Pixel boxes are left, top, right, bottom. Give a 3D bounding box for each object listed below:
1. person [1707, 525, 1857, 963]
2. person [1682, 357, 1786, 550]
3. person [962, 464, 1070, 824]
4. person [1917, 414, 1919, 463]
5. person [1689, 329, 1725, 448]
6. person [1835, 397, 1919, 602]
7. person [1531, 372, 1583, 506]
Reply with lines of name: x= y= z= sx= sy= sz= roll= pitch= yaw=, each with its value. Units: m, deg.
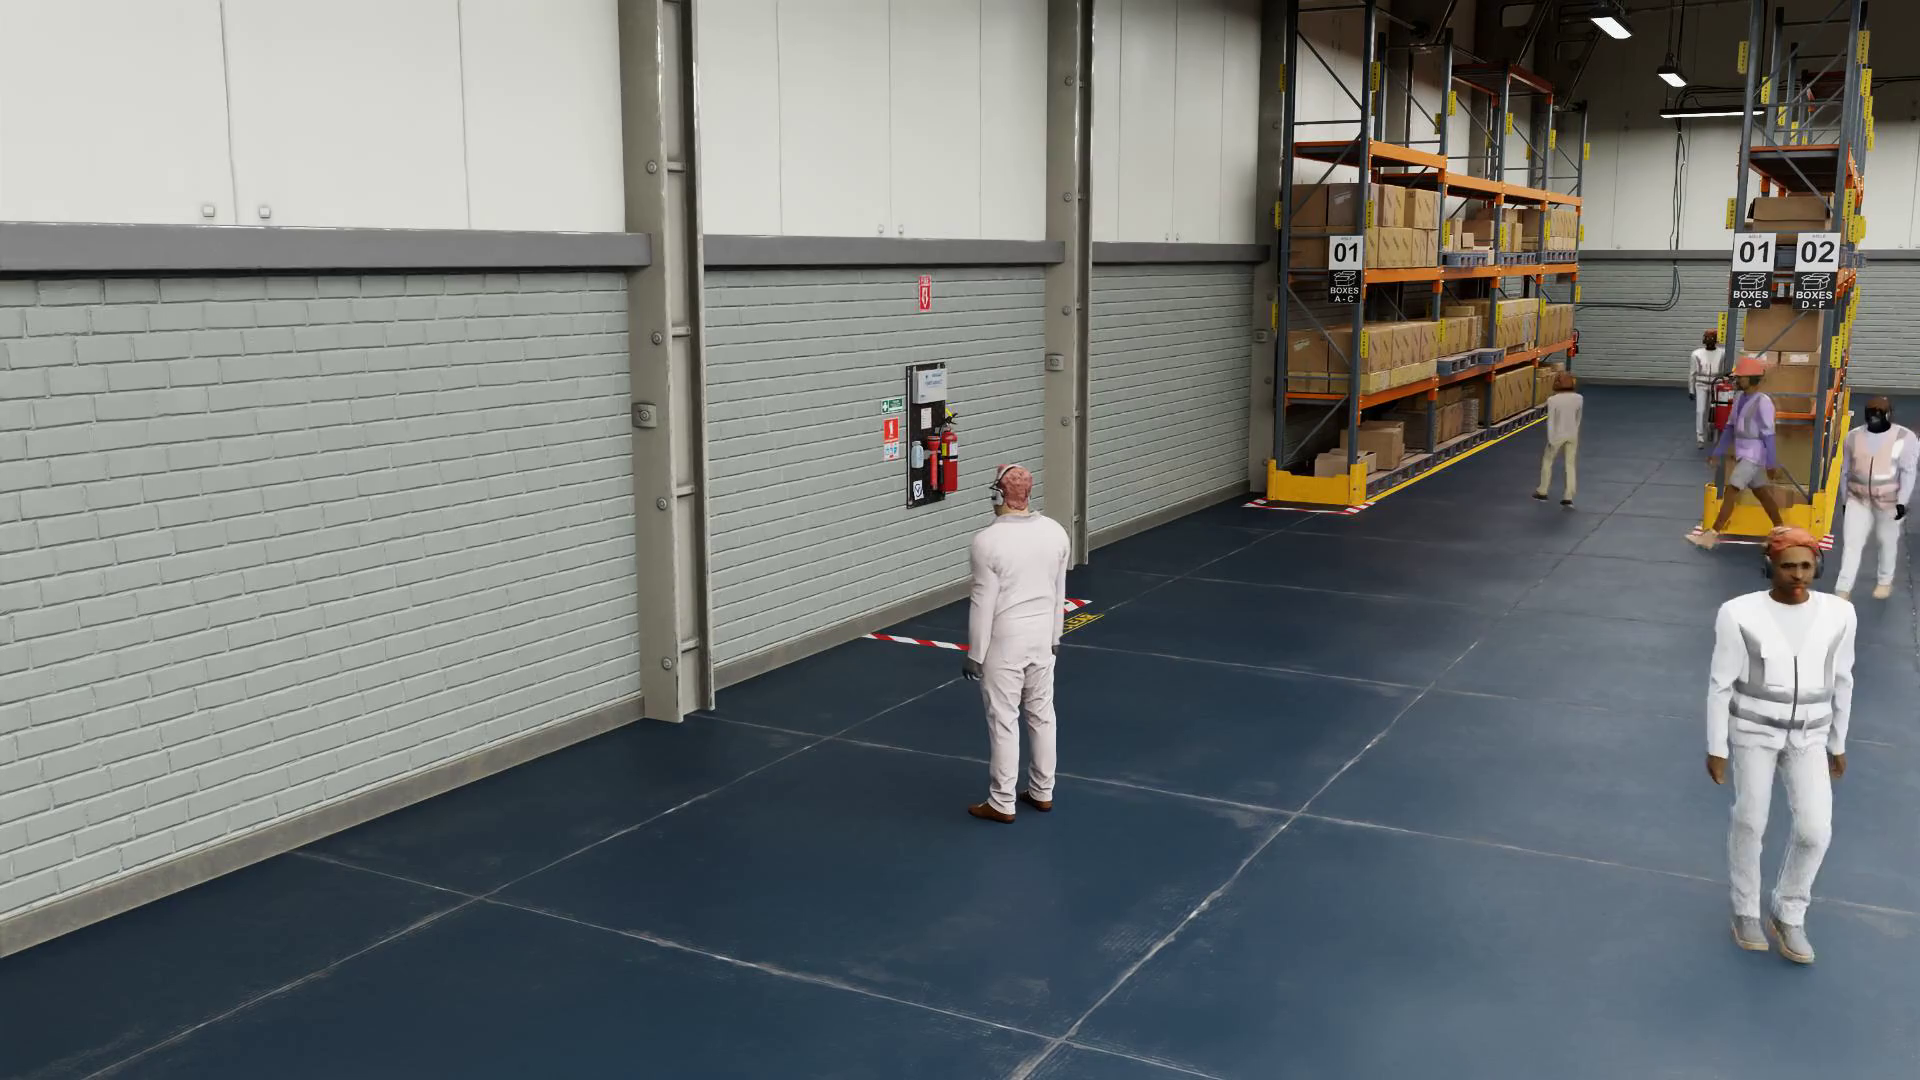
person: x=3.481 y=0.872 z=7.045 sx=0.603 sy=1.862 sz=0.599 roll=2 pitch=10 yaw=9
person: x=8.013 y=-0.866 z=16.908 sx=1.120 sy=1.982 sz=0.604 roll=1 pitch=10 yaw=6
person: x=0.274 y=0.545 z=8.839 sx=0.636 sy=1.911 sz=0.405 roll=-8 pitch=12 yaw=-38
person: x=10.803 y=-0.980 z=18.249 sx=0.536 sy=1.750 sz=0.551 roll=9 pitch=13 yaw=41
person: x=11.706 y=-2.369 z=26.016 sx=0.593 sy=1.865 sz=0.548 roll=4 pitch=11 yaw=23
person: x=7.903 y=-0.340 z=14.377 sx=0.622 sy=1.795 sz=0.948 roll=9 pitch=13 yaw=41
person: x=7.246 y=-1.230 z=20.123 sx=0.508 sy=1.607 sz=0.744 roll=-2 pitch=10 yaw=-9
